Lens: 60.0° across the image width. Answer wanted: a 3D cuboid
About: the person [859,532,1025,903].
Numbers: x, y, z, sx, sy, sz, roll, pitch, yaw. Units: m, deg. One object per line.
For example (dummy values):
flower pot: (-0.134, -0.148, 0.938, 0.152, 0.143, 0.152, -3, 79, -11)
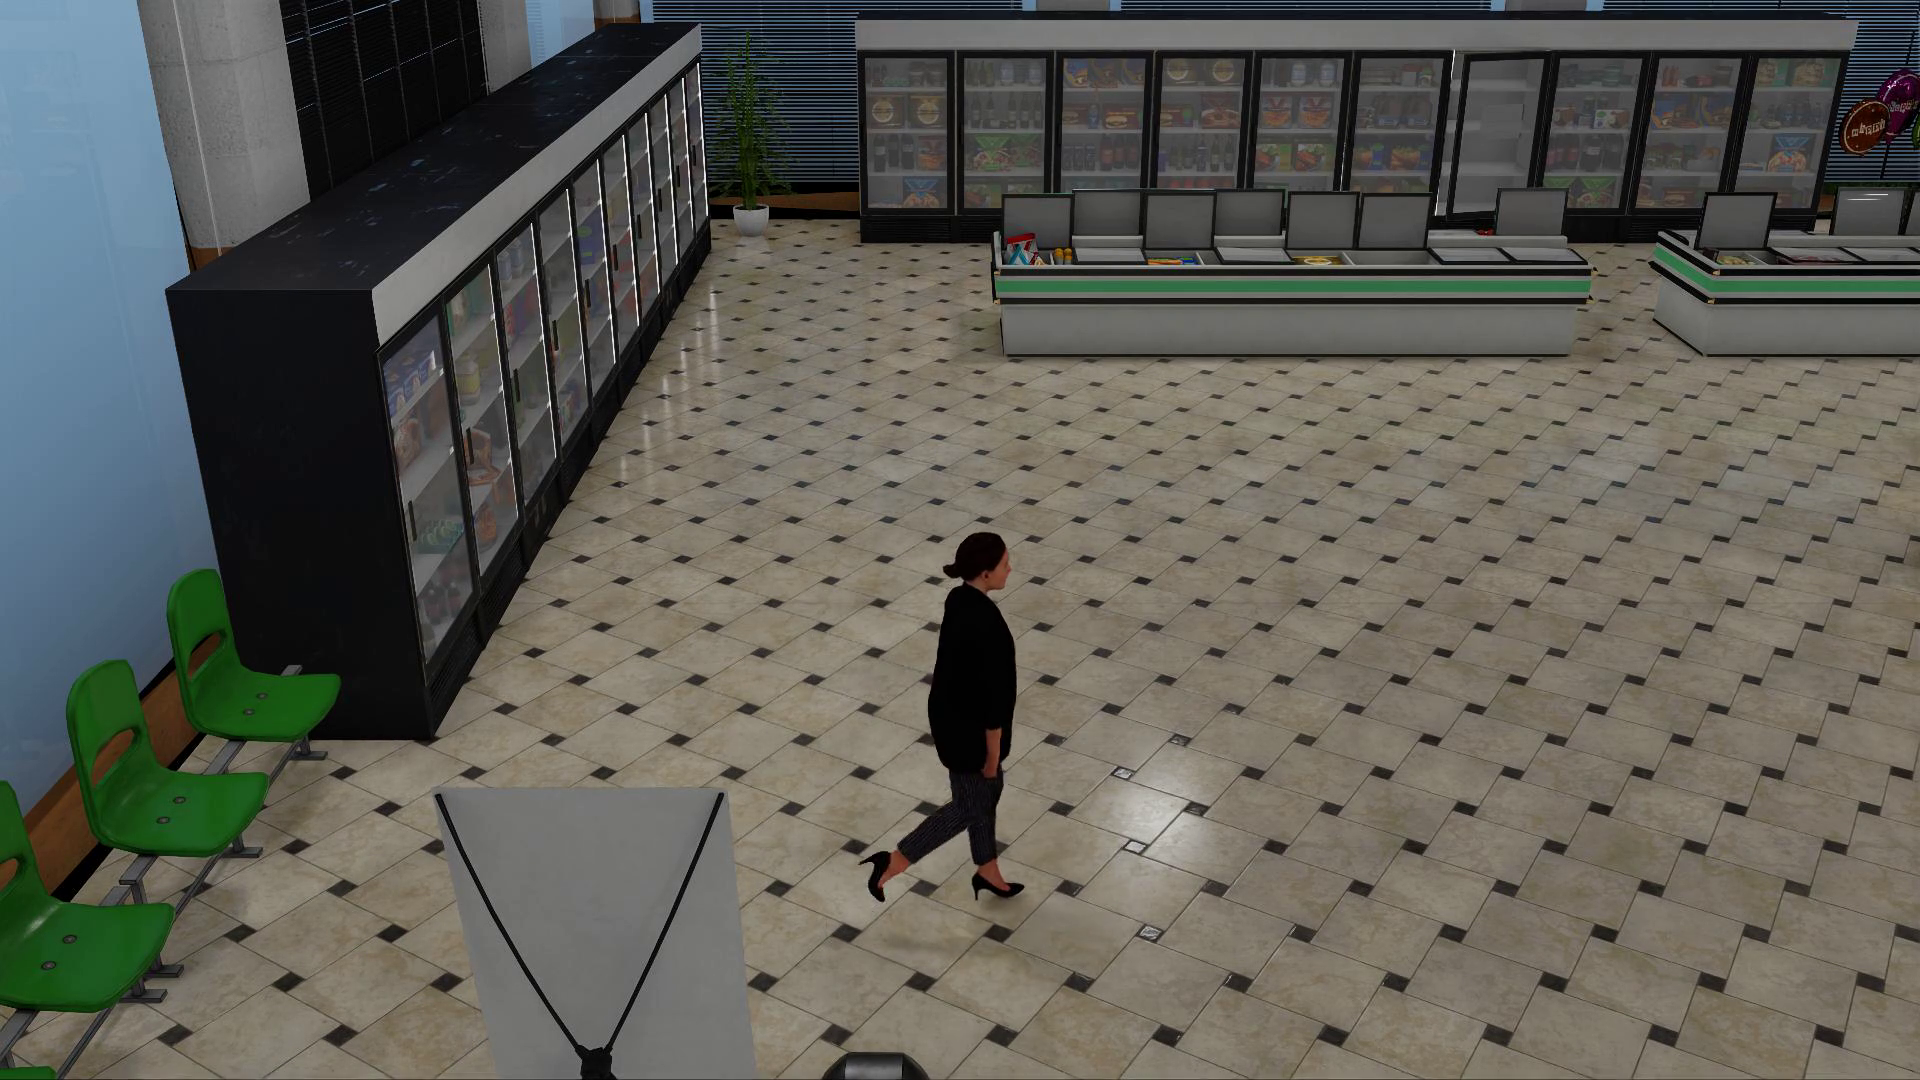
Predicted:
person: (-0.042, 0.789, 6.650, 1.050, 1.694, 0.834, -8, 25, -18)
